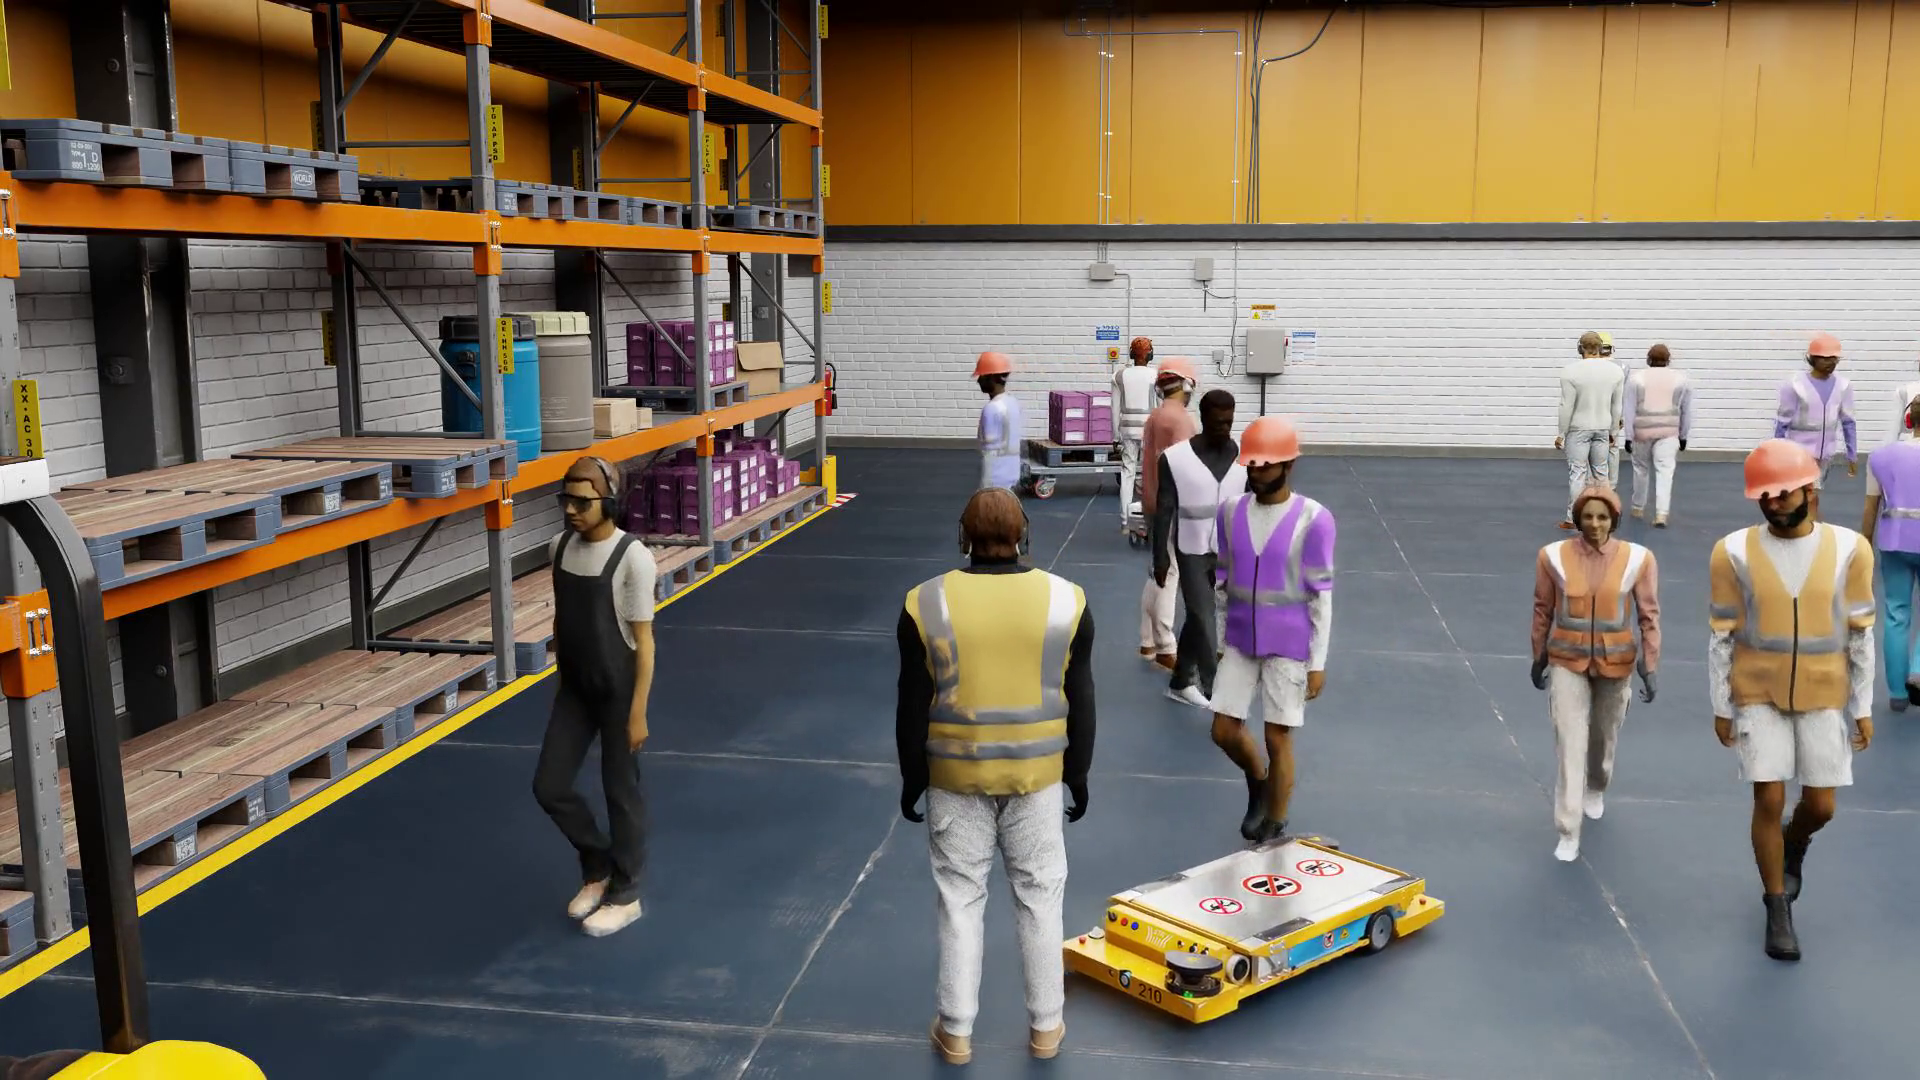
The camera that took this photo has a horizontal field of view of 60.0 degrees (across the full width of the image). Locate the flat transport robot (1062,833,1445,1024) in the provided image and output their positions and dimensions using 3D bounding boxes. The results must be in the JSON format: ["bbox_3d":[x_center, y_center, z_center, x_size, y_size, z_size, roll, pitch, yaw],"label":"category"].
[{"bbox_3d":[1.104,1.387,6.138,1.431,0.197,0.652,-8,12,-40],"label":"flat transport robot"}]

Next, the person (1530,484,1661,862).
[{"bbox_3d":[2.796,0.538,7.342,0.533,1.603,0.851,3,10,20],"label":"person"}]

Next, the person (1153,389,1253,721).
[{"bbox_3d":[1.414,0.095,9.213,0.625,1.852,1.008,-3,10,-20],"label":"person"}]

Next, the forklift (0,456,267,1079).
[{"bbox_3d":[-2.328,0.975,2.765,2.313,2.155,1.214,1,9,9],"label":"forklift"}]

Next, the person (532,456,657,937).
[{"bbox_3d":[-1.363,0.593,6.227,0.556,1.829,0.413,5,11,30],"label":"person"}]

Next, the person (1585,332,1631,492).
[{"bbox_3d":[7.112,-1.385,18.454,0.587,1.825,0.404,-1,9,-9],"label":"person"}]

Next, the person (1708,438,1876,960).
[{"bbox_3d":[3.070,0.562,6.180,0.584,1.912,0.586,4,10,21],"label":"person"}]

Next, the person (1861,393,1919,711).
[{"bbox_3d":[5.417,0.075,9.414,0.594,1.830,0.445,6,11,33],"label":"person"}]

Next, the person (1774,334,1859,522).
[{"bbox_3d":[7.272,-0.761,14.141,0.626,1.980,1.106,-1,9,-4],"label":"person"}]

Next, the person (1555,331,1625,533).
[{"bbox_3d":[5.998,-1.025,15.901,0.627,1.934,0.372,-1,9,-7],"label":"person"}]

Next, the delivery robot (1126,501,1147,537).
[{"bbox_3d":[1.798,-0.251,15.080,0.477,0.478,0.707,6,11,33],"label":"delivery robot"}]

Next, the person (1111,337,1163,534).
[{"bbox_3d":[1.714,-0.981,15.786,0.573,1.883,0.355,4,10,22],"label":"person"}]

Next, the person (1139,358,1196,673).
[{"bbox_3d":[1.358,-0.157,10.524,0.402,1.953,0.759,-2,9,-12],"label":"person"}]

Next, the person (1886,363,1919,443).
[{"bbox_3d":[8.375,-0.717,14.319,1.013,1.821,0.614,-6,11,-35],"label":"person"}]

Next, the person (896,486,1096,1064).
[{"bbox_3d":[0.111,0.744,5.280,0.634,1.839,0.429,-1,9,-5],"label":"person"}]

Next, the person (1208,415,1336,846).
[{"bbox_3d":[1.294,0.433,6.955,0.554,1.918,0.465,7,11,36],"label":"person"}]

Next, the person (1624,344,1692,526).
[{"bbox_3d":[6.918,-1.048,16.520,0.637,1.787,1.013,3,10,15],"label":"person"}]

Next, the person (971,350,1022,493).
[{"bbox_3d":[0.260,-0.451,12.407,0.487,1.937,0.557,3,10,19],"label":"person"}]
